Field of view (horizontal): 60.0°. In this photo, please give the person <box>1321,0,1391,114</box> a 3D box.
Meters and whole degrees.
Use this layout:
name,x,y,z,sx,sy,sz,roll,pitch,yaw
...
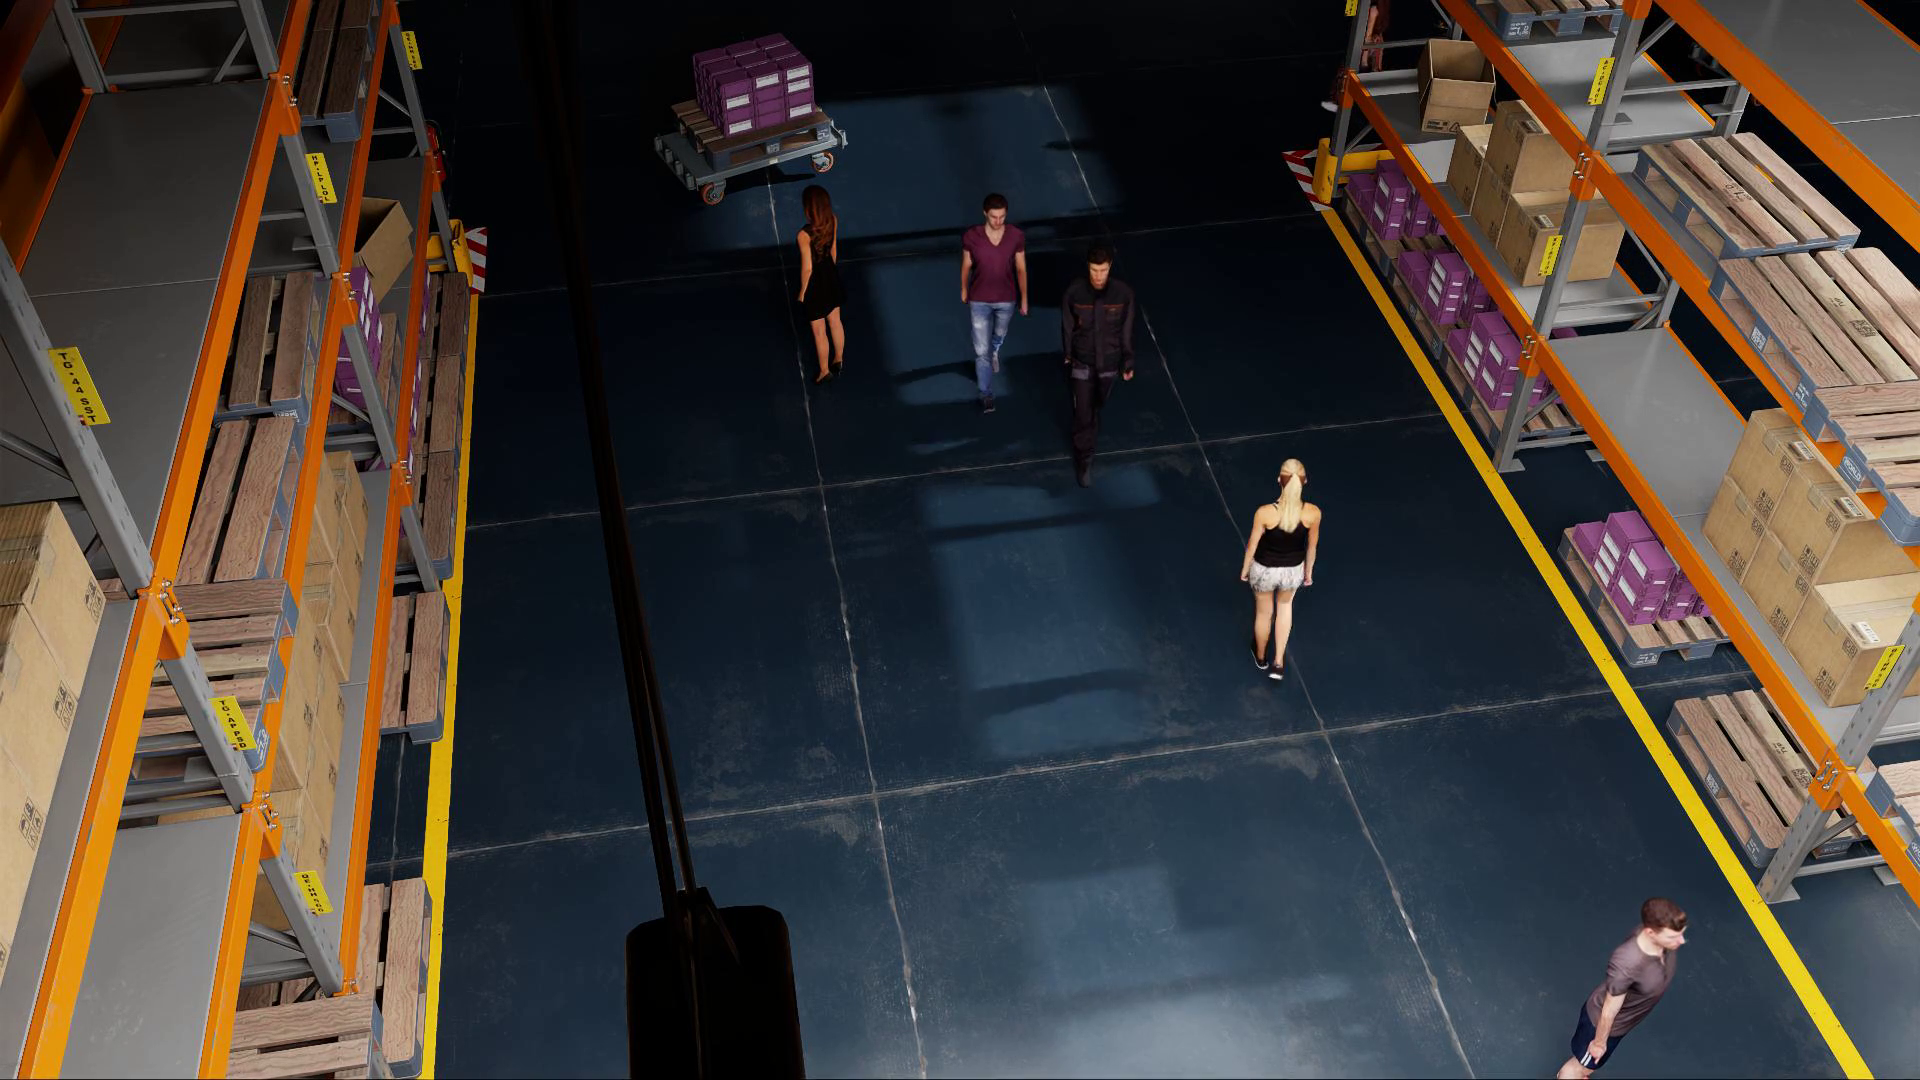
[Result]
name,x,y,z,sx,sy,sz,roll,pitch,yaw
person,4.071,-4.799,16.261,1.054,1.534,1.037,23,48,22

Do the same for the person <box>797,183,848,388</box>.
name,x,y,z,sx,sy,sz,roll,pitch,yaw
person,-1.094,-1.994,13.099,0.713,1.835,0.662,28,50,27

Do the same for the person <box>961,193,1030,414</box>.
name,x,y,z,sx,sy,sz,roll,pitch,yaw
person,0.251,-1.970,13.101,0.745,1.799,1.204,-4,44,-4

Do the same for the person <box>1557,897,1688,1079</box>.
name,x,y,z,sx,sy,sz,roll,pitch,yaw
person,3.339,2.398,8.476,0.725,1.853,0.742,-34,53,-31

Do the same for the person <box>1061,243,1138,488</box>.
name,x,y,z,sx,sy,sz,roll,pitch,yaw
person,1.033,-1.446,12.479,0.859,1.896,1.270,0,44,0

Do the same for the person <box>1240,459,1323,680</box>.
name,x,y,z,sx,sy,sz,roll,pitch,yaw
person,2.069,0.245,10.747,0.695,1.837,0.845,0,44,0
